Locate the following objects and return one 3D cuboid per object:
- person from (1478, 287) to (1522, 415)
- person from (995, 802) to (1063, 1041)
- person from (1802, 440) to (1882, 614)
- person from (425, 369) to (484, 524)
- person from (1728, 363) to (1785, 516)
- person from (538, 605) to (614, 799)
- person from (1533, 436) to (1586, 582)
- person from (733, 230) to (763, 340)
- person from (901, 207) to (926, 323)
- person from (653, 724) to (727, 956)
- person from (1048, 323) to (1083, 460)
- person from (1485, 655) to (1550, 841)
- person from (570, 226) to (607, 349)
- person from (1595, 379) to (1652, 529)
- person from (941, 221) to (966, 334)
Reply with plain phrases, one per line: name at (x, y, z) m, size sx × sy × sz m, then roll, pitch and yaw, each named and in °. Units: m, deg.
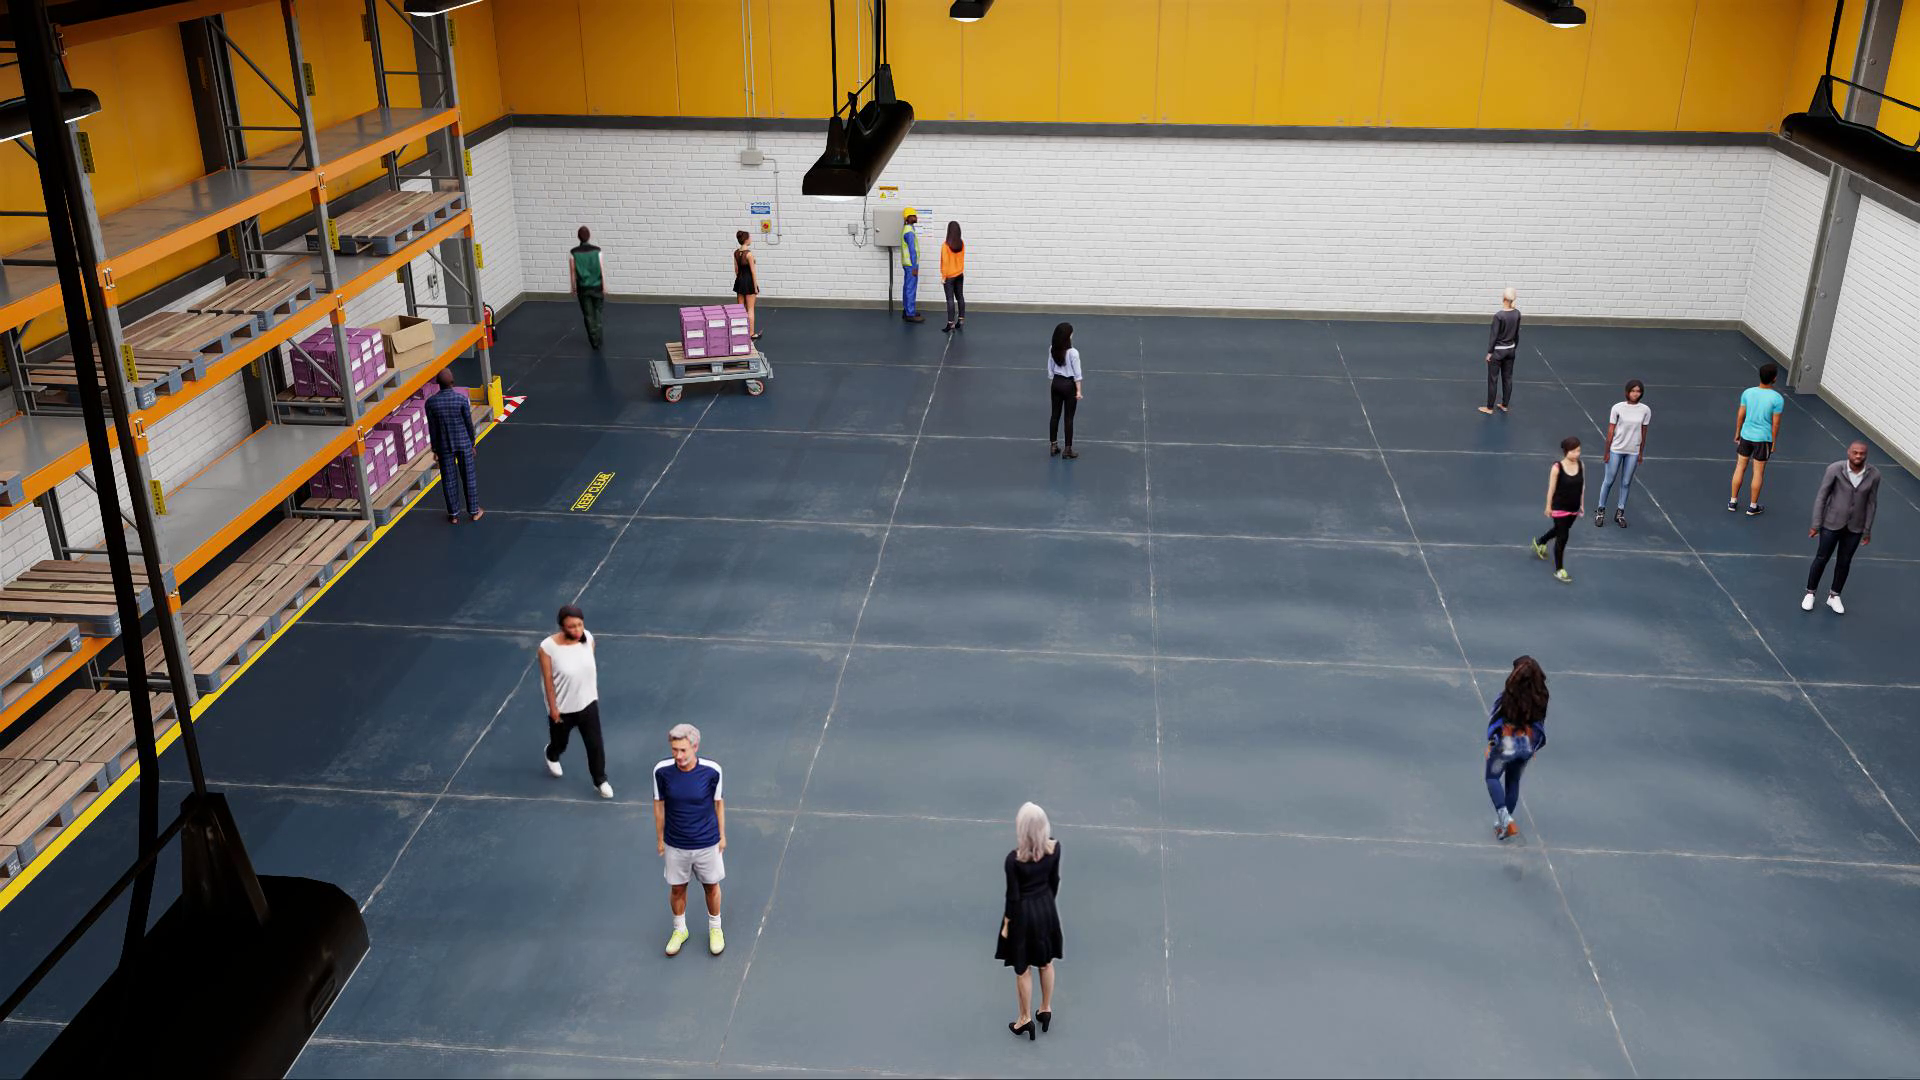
person at (7.303, -2.560, 22.375) m, size 0.675 × 1.726 × 0.662 m, roll -9°, pitch 25°, yaw -19°
person at (0.456, 2.473, 10.837) m, size 0.703 × 1.746 × 0.744 m, roll -14°, pitch 27°, yaw -29°
person at (8.882, -0.149, 16.748) m, size 0.771 × 1.816 × 0.649 m, roll 6°, pitch 24°, yaw 14°
person at (-5.737, -1.076, 18.865) m, size 0.742 × 1.820 × 0.732 m, roll -7°, pitch 25°, yaw -15°
person at (9.148, -1.165, 19.122) m, size 0.688 × 1.776 × 0.722 m, roll 21°, pitch 31°, yaw 39°
person at (-3.214, 1.288, 13.655) m, size 1.061 × 1.660 × 1.146 m, roll -16°, pitch 29°, yaw -33°
person at (6.377, -0.385, 17.653) m, size 0.846 × 1.523 × 1.082 m, roll -9°, pitch 25°, yaw -20°
person at (-3.300, -3.937, 25.589) m, size 0.679 × 1.674 × 0.719 m, roll 18°, pitch 29°, yaw 35°
person at (-0.786, -4.403, 26.482) m, size 0.777 × 1.813 × 0.608 m, roll -4°, pitch 24°, yaw -8°
person at (-1.875, 2.075, 11.635) m, size 0.658 × 1.836 × 0.571 m, roll -1°, pitch 24°, yaw -2°
person at (1.295, -1.876, 20.787) m, size 0.732 × 1.744 × 0.750 m, roll 18°, pitch 29°, yaw 35°
person at (4.298, 1.653, 12.880) m, size 0.674 × 1.611 × 0.737 m, roll -1°, pitch 24°, yaw -3°
person at (-5.585, -3.789, 25.068) m, size 0.850 × 1.820 × 1.014 m, roll -6°, pitch 24°, yaw -13°
person at (7.492, -0.985, 18.782) m, size 0.588 × 1.719 × 0.532 m, roll 3°, pitch 24°, yaw 7°
person at (-0.097, -4.109, 25.891) m, size 0.691 × 1.748 × 0.767 m, roll -21°, pitch 31°, yaw -40°
